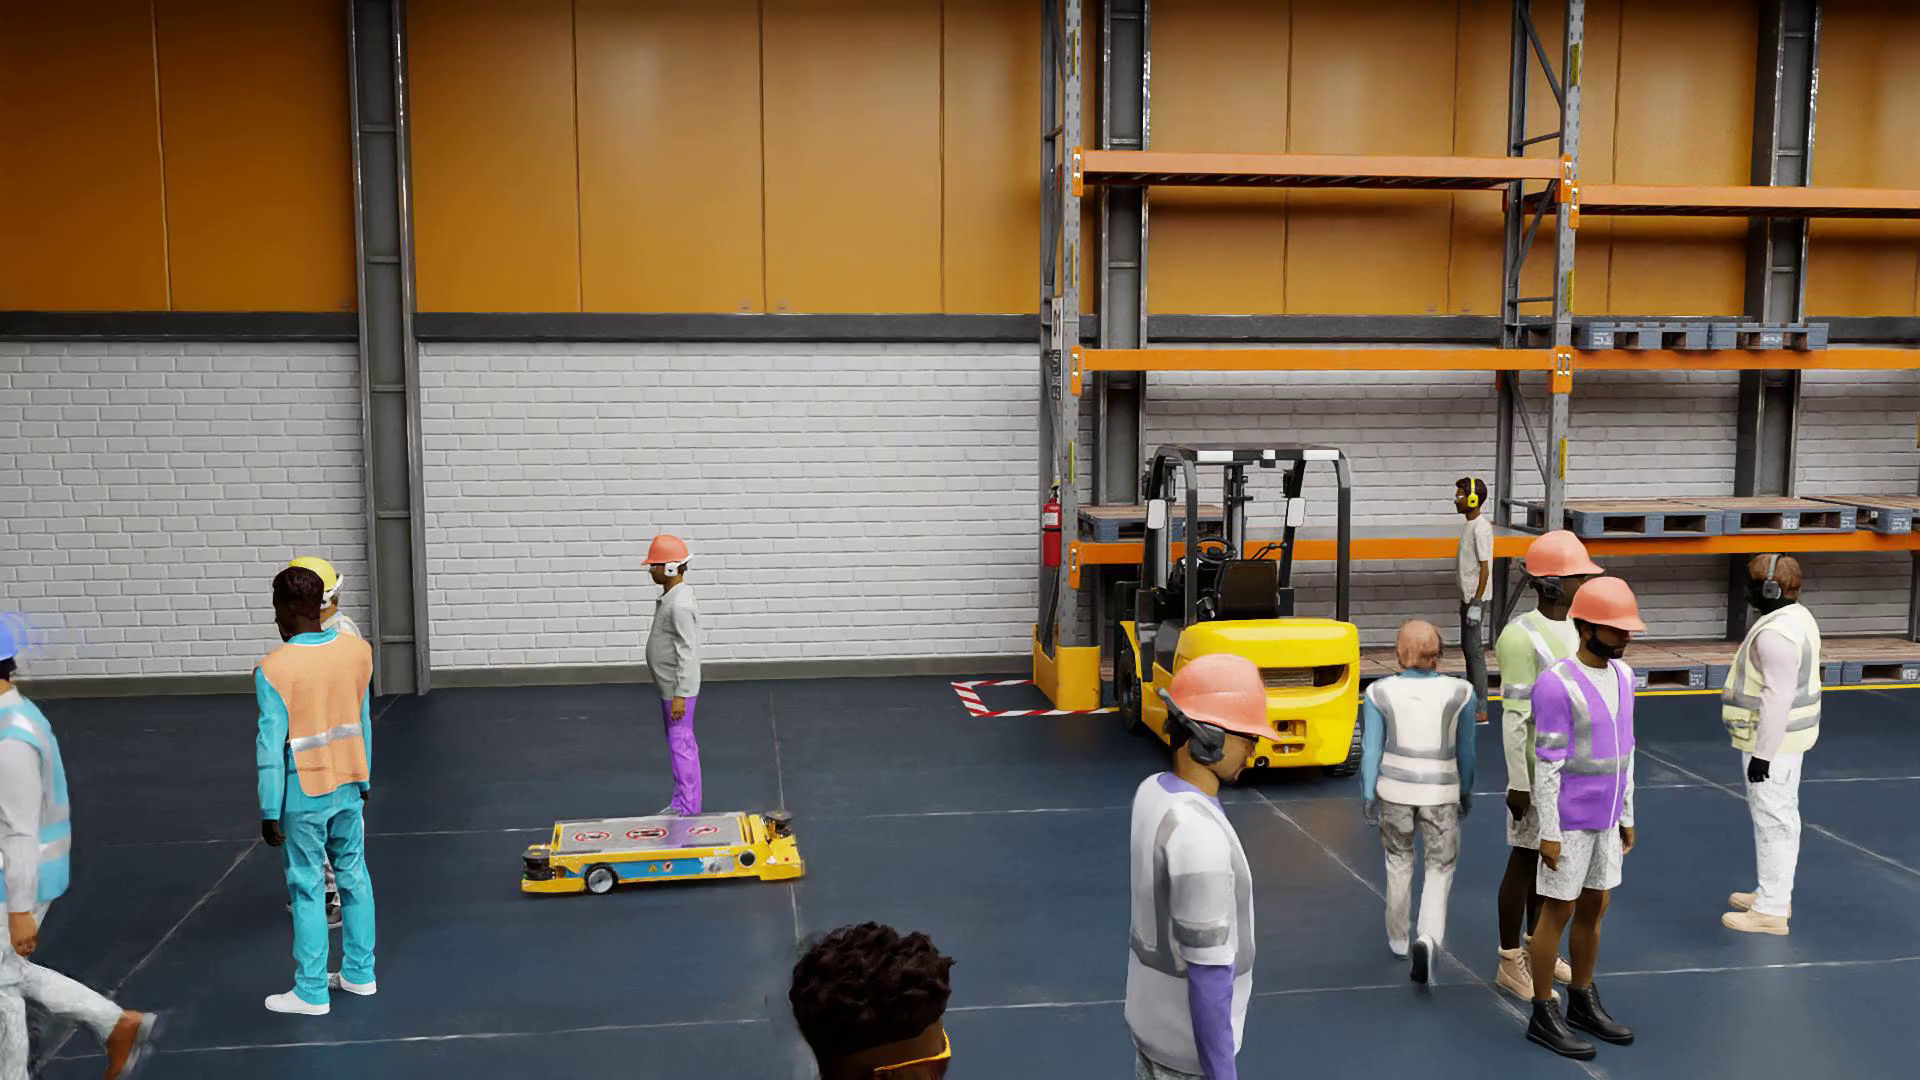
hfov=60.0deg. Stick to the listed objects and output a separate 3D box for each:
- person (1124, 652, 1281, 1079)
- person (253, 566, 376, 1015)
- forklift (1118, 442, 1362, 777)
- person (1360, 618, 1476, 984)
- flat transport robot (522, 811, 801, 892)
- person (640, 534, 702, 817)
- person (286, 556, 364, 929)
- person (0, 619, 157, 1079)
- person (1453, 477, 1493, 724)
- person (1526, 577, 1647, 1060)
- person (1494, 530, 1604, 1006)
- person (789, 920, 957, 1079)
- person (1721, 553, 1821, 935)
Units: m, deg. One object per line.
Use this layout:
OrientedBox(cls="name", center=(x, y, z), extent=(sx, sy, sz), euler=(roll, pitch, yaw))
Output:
OrientedBox(cls="person", center=(0.640, 1.306, 4.418), extent=(0.392, 2.034, 0.605), euler=(-1, 7, -7))
OrientedBox(cls="person", center=(-2.737, 1.063, 7.097), extent=(0.397, 1.911, 0.587), euler=(3, 7, 26))
OrientedBox(cls="forklift", center=(1.912, 0.418, 11.496), extent=(1.214, 2.155, 2.313), euler=(-1, 7, -8))
OrientedBox(cls="person", center=(2.053, 1.161, 7.488), extent=(0.505, 1.612, 0.657), euler=(2, 7, 20))
OrientedBox(cls="flat transport robot", center=(-1.599, 1.663, 8.935), extent=(1.431, 0.197, 0.652), euler=(-1, 7, -11))
OrientedBox(cls="person", center=(-1.686, 0.838, 9.730), extent=(0.337, 1.749, 0.574), euler=(-2, 7, -16))
OrientedBox(cls="person", center=(-3.130, 0.982, 8.172), extent=(0.403, 1.822, 0.589), euler=(-5, 8, -37))
OrientedBox(cls="person", center=(-3.299, 1.187, 5.904), extent=(0.641, 1.925, 0.614), euler=(-4, 8, -30))
OrientedBox(cls="person", center=(3.848, 0.459, 12.551), extent=(0.311, 1.869, 0.532), euler=(1, 7, 9))
OrientedBox(cls="person", center=(2.527, 1.101, 6.669), extent=(0.544, 1.930, 0.388), euler=(-4, 8, -32))
OrientedBox(cls="person", center=(2.567, 0.977, 7.235), extent=(0.614, 2.047, 0.359), euler=(-6, 9, -44))
OrientedBox(cls="person", center=(-0.220, 1.553, 2.596), extent=(0.484, 1.951, 0.627), euler=(-4, 8, -30))
OrientedBox(cls="person", center=(3.934, 0.981, 8.096), extent=(0.430, 1.843, 0.625), euler=(4, 8, 34))
